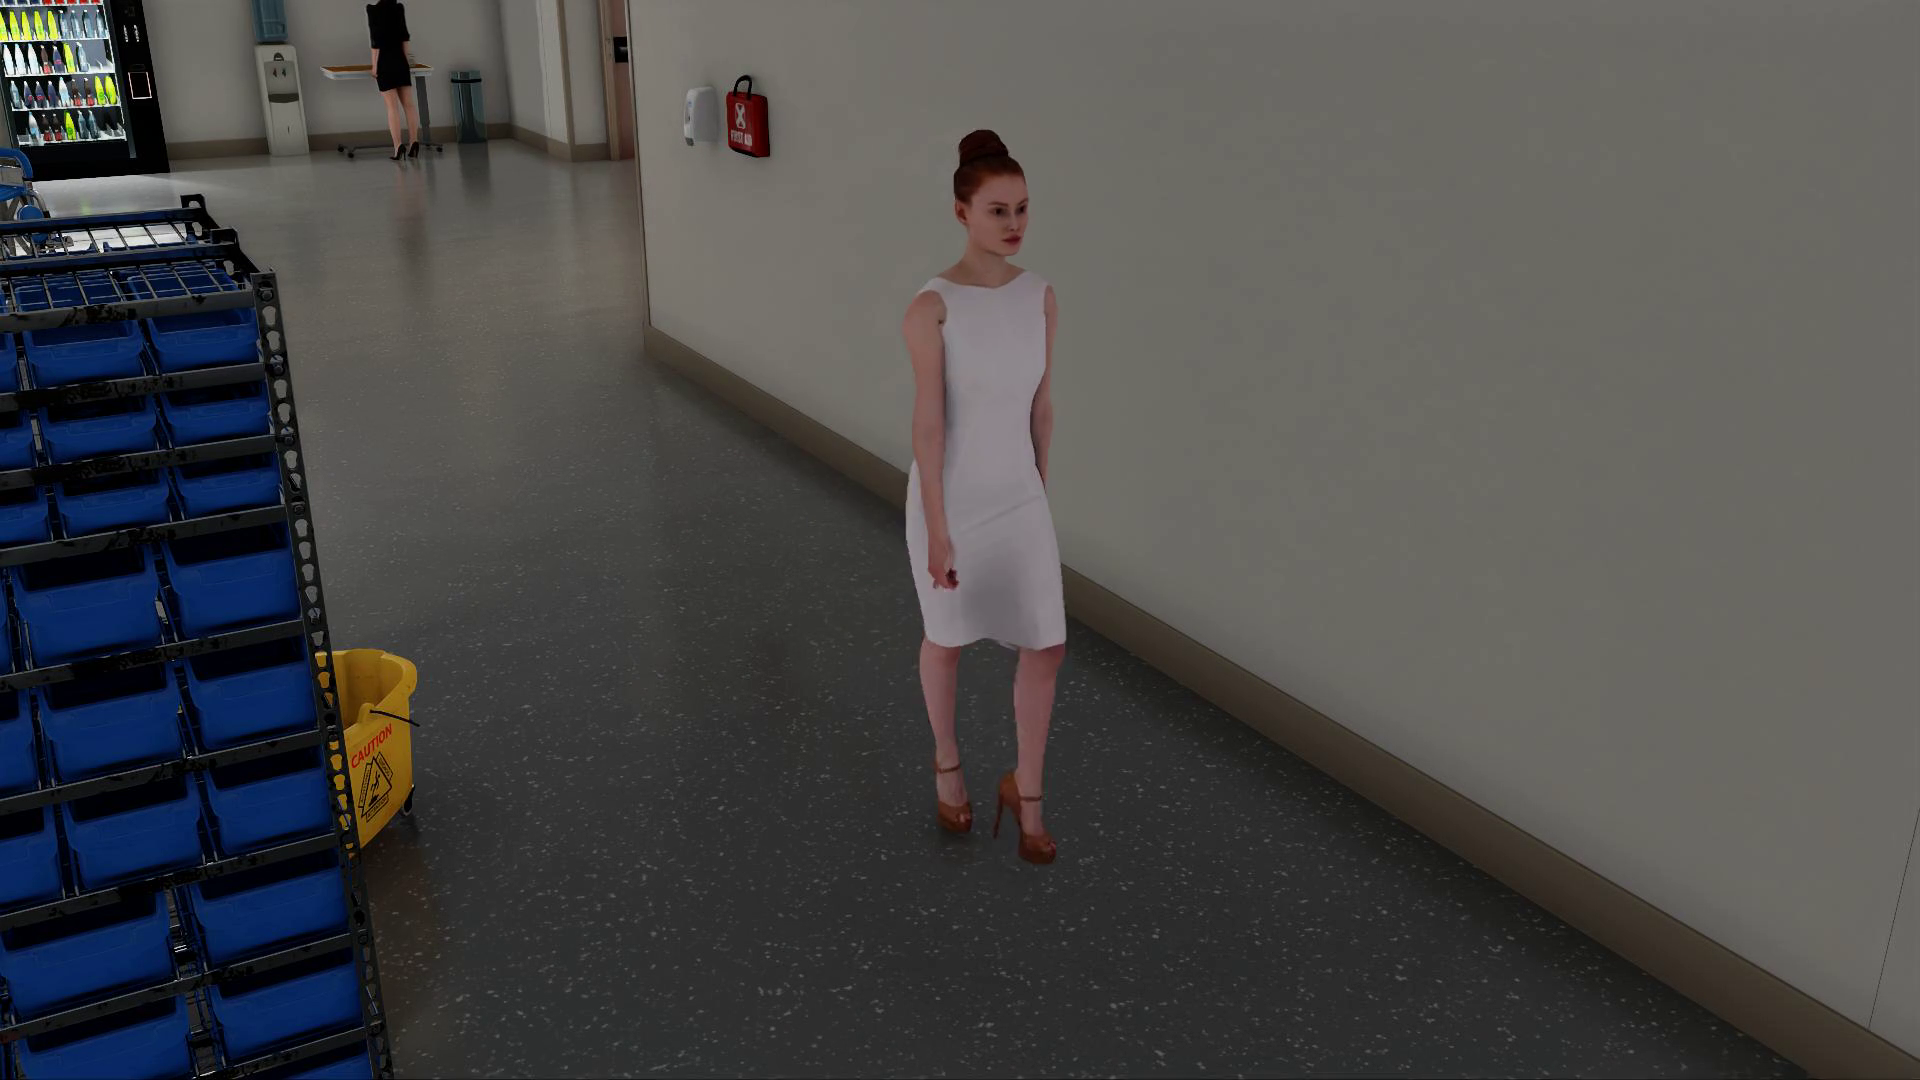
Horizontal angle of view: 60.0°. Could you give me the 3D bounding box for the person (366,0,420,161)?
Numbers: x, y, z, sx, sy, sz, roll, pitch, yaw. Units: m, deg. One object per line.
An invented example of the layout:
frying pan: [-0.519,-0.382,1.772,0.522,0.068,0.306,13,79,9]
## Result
person: [-5.361,-4.473,15.742,0.737,1.697,0.628,12,24,29]

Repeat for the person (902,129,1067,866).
person: [-0.007,-0.076,4.019,0.637,1.778,0.647,-9,23,-23]
